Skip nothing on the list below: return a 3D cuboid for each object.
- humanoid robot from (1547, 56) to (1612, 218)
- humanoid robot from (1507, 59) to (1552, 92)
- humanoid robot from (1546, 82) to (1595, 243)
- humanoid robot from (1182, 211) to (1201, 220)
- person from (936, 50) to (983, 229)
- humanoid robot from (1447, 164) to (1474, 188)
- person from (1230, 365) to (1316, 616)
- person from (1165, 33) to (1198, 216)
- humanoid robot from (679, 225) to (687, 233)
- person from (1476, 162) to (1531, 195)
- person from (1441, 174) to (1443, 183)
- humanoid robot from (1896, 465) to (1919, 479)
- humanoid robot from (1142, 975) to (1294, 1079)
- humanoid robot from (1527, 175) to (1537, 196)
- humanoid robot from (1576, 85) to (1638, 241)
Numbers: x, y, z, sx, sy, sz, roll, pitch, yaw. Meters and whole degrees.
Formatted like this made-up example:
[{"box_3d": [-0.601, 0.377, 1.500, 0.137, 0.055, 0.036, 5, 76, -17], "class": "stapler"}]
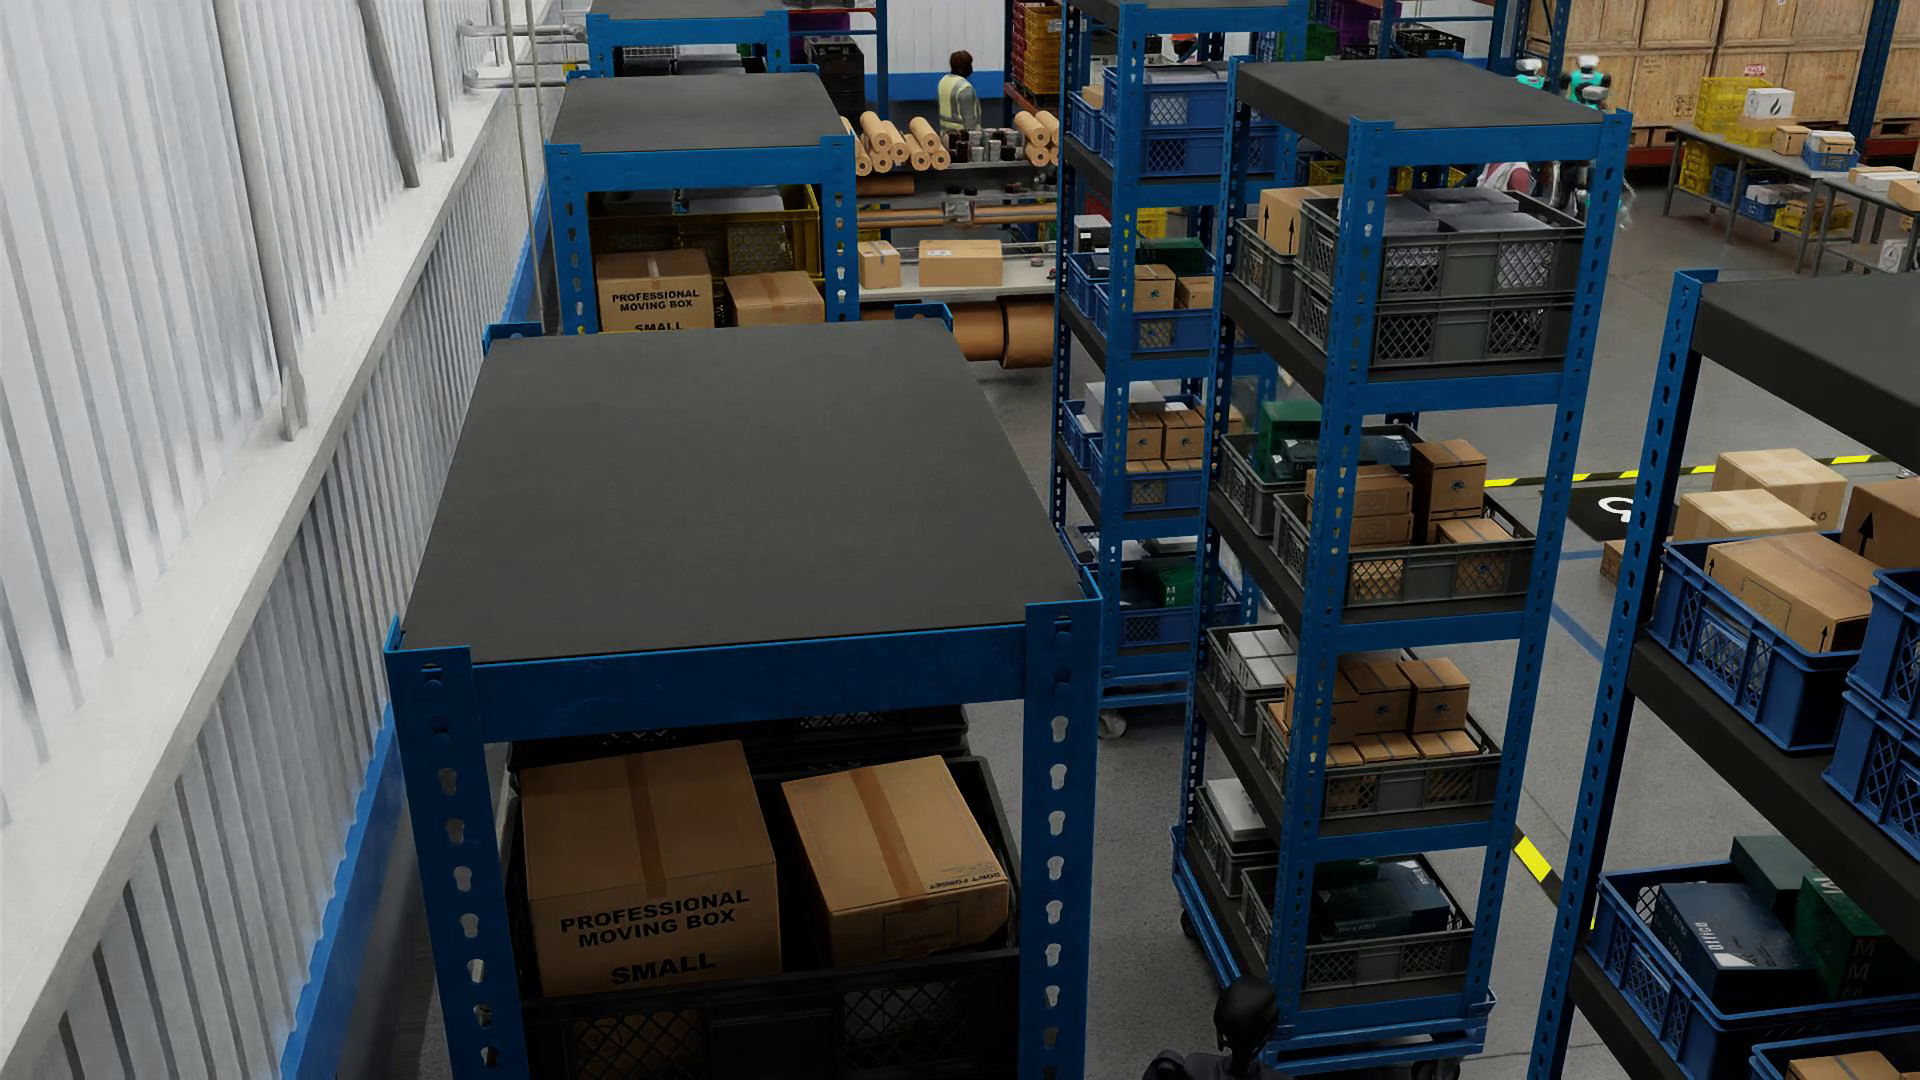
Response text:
[{"box_3d": [6.682, -4.416, 18.160, 0.540, 1.769, 0.833, 3, 25, 7], "class": "humanoid robot"}, {"box_3d": [5.838, -4.281, 17.776, 0.546, 1.746, 0.682, -8, 26, -17], "class": "humanoid robot"}, {"box_3d": [6.285, -3.844, 17.004, 0.600, 1.656, 0.594, 3, 25, 6], "class": "humanoid robot"}, {"box_3d": [2.623, -4.298, 17.944, 0.608, 1.649, 0.362, 12, 27, 25], "class": "humanoid robot"}, {"box_3d": [0.007, -4.238, 17.628, 0.431, 1.845, 0.619, -13, 28, -26], "class": "person"}, {"box_3d": [5.059, -3.630, 16.524, 0.599, 1.633, 0.500, -5, 25, -11], "class": "humanoid robot"}, {"box_3d": [1.790, -0.418, 9.334, 0.614, 1.831, 0.509, -3, 25, -7], "class": "person"}, {"box_3d": [2.401, -4.575, 18.121, 0.375, 2.045, 0.605, 22, 33, 40], "class": "person"}, {"box_3d": [-1.793, -1.835, 12.530, 0.546, 1.753, 0.964, 2, 25, 4], "class": "humanoid robot"}, {"box_3d": [4.613, -2.723, 14.344, 0.404, 1.834, 0.588, -4, 25, -8], "class": "person"}, {"box_3d": [4.884, -3.947, 16.942, 0.571, 1.887, 0.356, 1, 25, 3], "class": "person"}, {"box_3d": [6.425, -1.144, 10.868, 0.735, 1.677, 0.533, -11, 27, -22], "class": "humanoid robot"}, {"box_3d": [0.714, 1.880, 4.509, 0.599, 1.657, 0.315, 9, 26, 19], "class": "humanoid robot"}, {"box_3d": [5.469, -3.726, 16.480, 0.735, 1.677, 0.533, 8, 26, 17], "class": "humanoid robot"}, {"box_3d": [6.211, -3.385, 15.971, 0.783, 1.855, 0.530, 17, 30, 32], "class": "humanoid robot"}]
